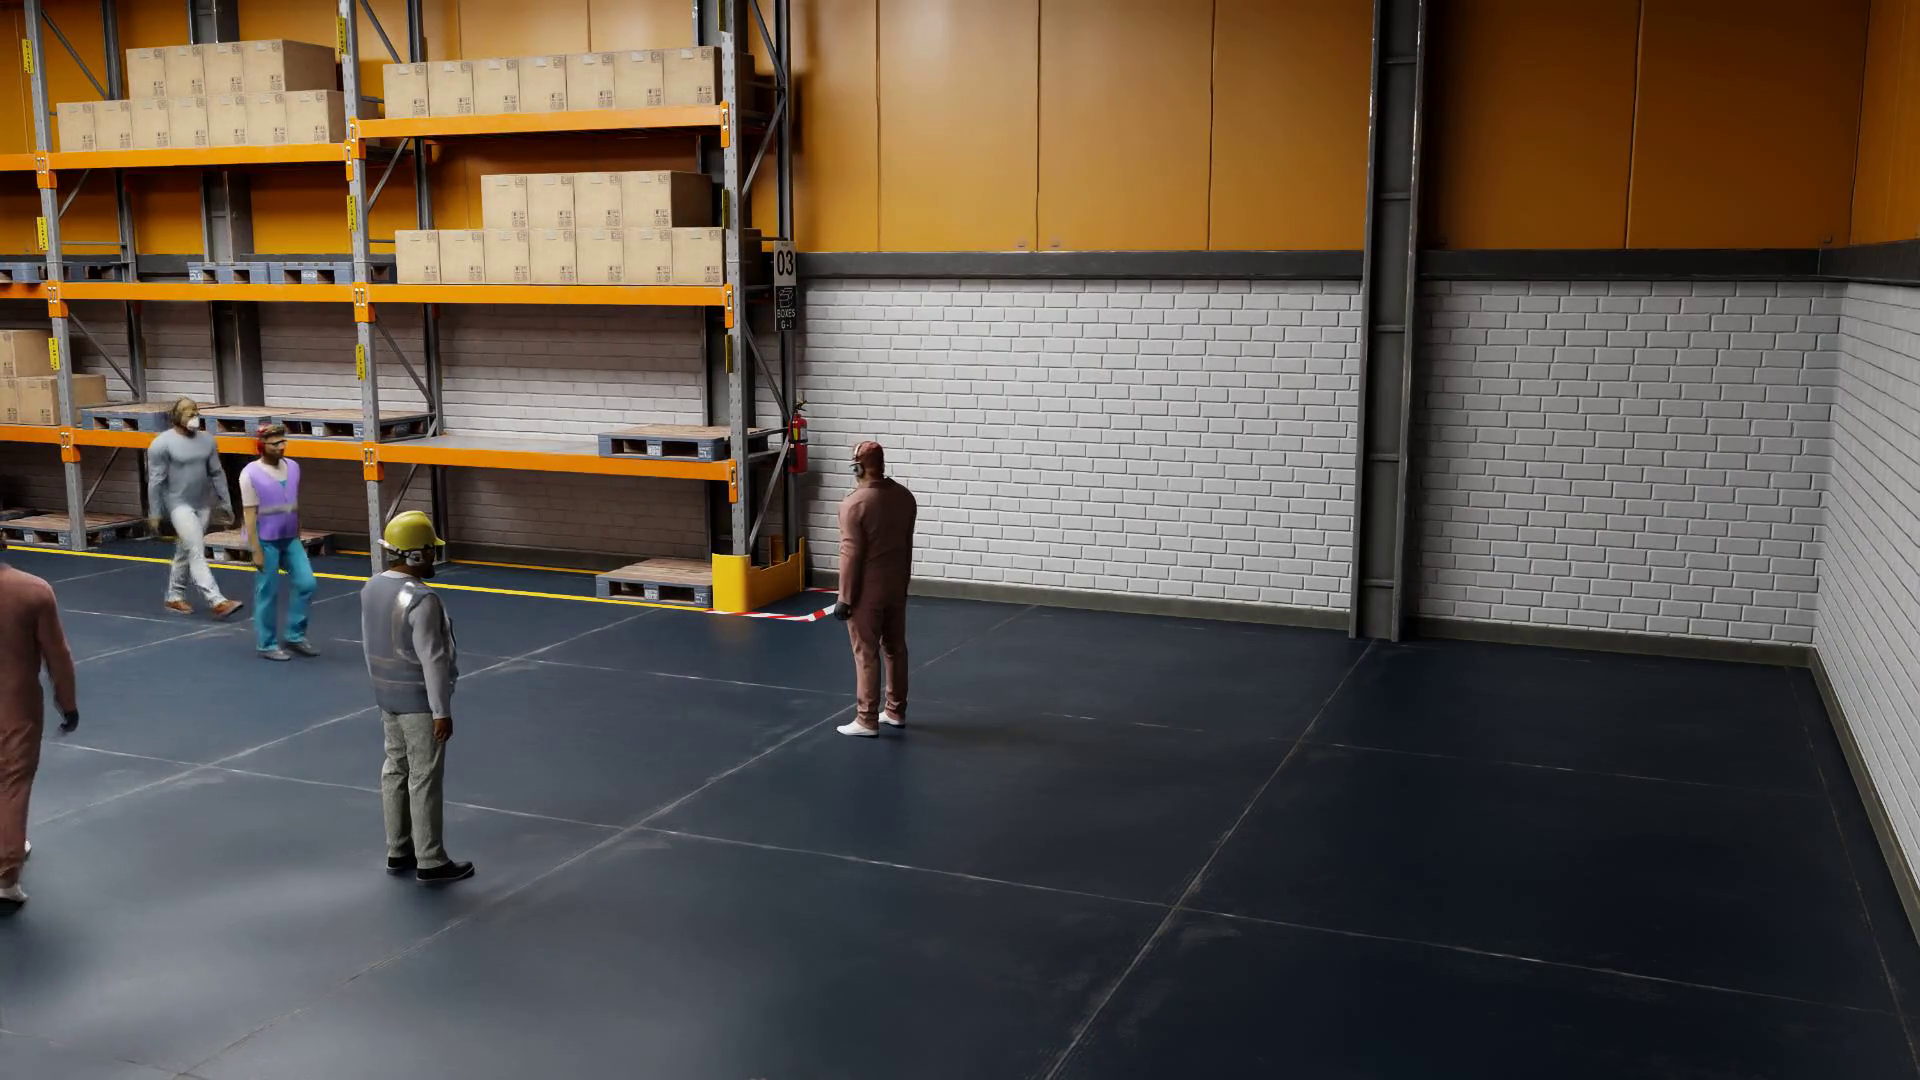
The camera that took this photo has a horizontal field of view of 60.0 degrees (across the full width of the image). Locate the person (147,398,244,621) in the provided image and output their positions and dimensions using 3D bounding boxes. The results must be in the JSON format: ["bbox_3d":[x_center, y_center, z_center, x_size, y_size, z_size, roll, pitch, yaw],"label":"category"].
[{"bbox_3d":[-6.485,-0.259,14.161,1.001,1.885,0.658,4,10,23],"label":"person"}]

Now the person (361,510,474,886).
[{"bbox_3d":[-2.657,0.765,8.134,0.602,1.830,0.404,8,12,41],"label":"person"}]

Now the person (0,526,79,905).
[{"bbox_3d":[-4.618,0.784,7.965,0.667,1.862,1.001,-3,10,-15],"label":"person"}]

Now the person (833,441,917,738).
[{"bbox_3d":[-0.570,0.314,10.669,0.407,1.902,0.639,8,12,39],"label":"person"}]

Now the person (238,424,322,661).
[{"bbox_3d":[-5.141,0.028,12.617,0.583,1.823,0.591,4,10,22],"label":"person"}]
